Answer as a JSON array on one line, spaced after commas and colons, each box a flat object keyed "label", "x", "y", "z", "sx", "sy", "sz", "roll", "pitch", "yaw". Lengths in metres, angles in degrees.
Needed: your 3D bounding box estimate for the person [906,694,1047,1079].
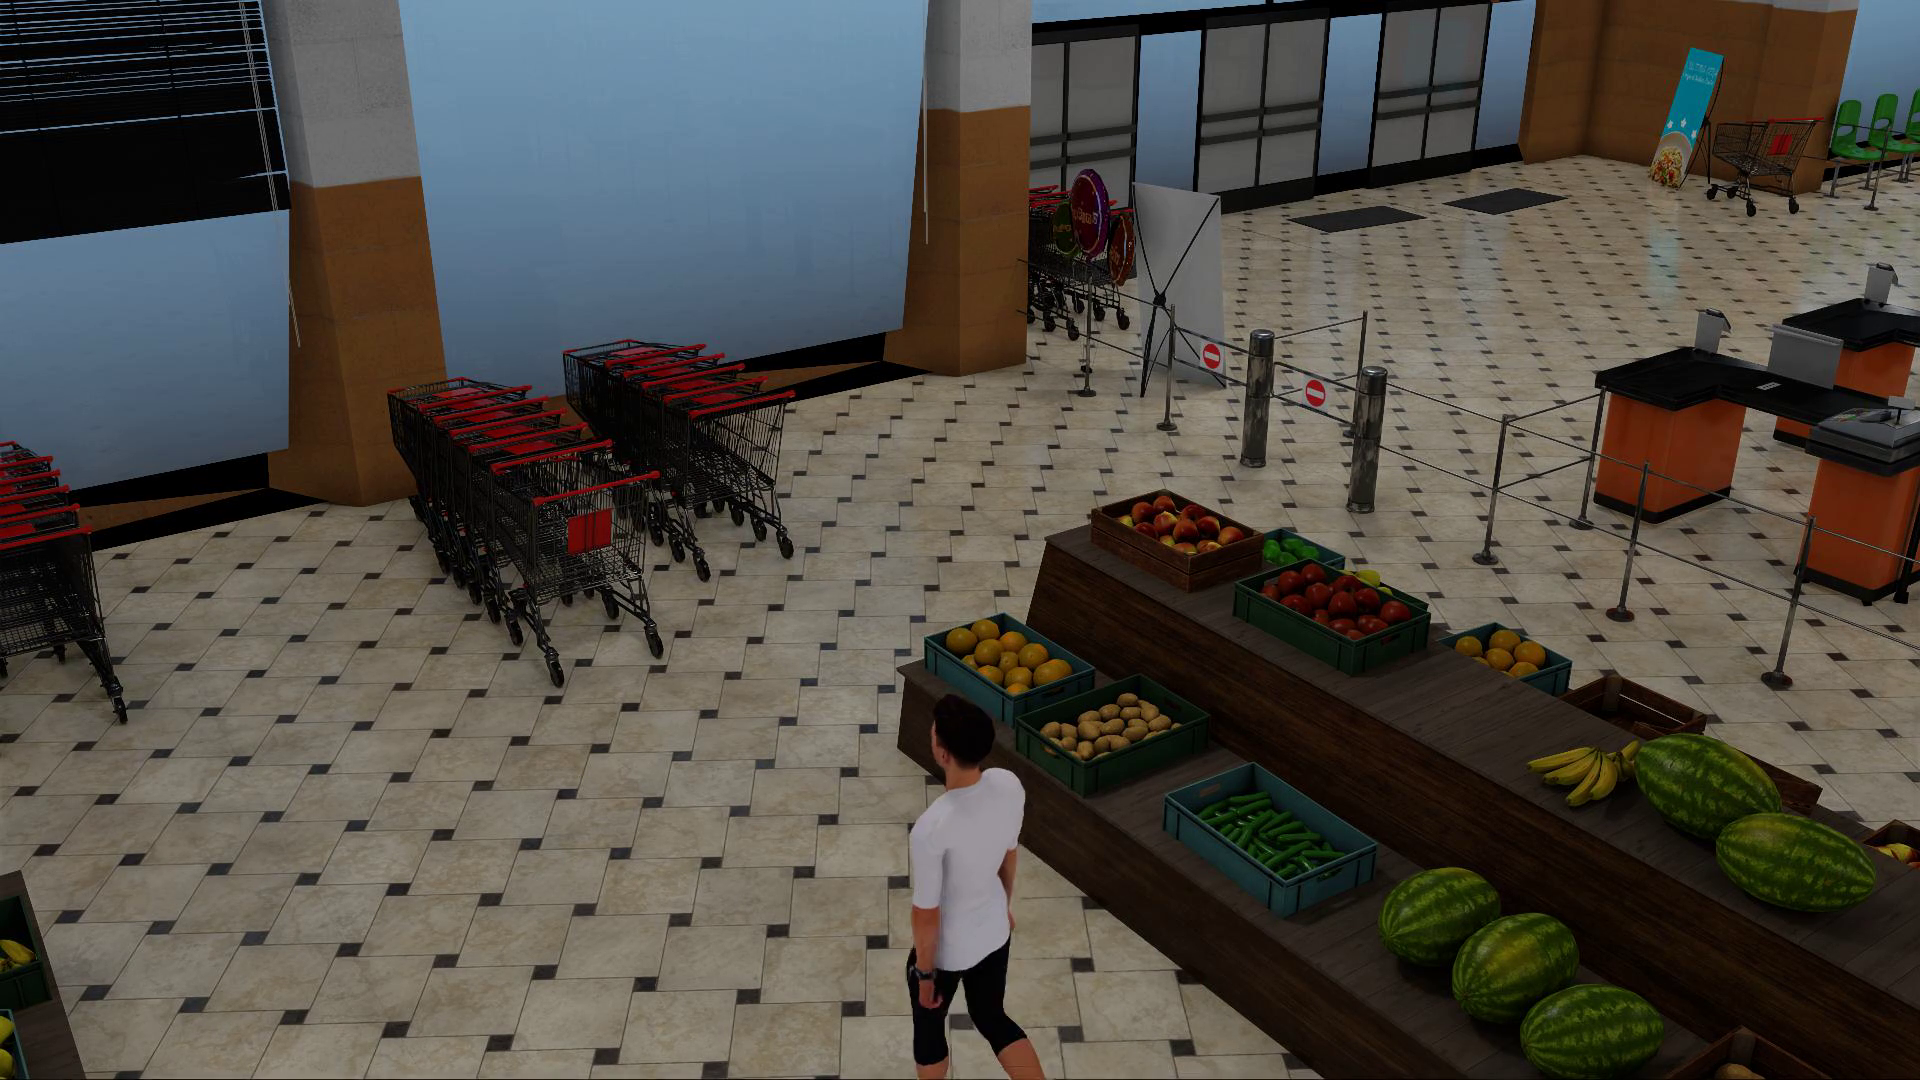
[{"label": "person", "x": 0.076, "y": 1.380, "z": 5.656, "sx": 0.752, "sy": 1.831, "sz": 1.107, "roll": -21, "pitch": 31, "yaw": -39}]
